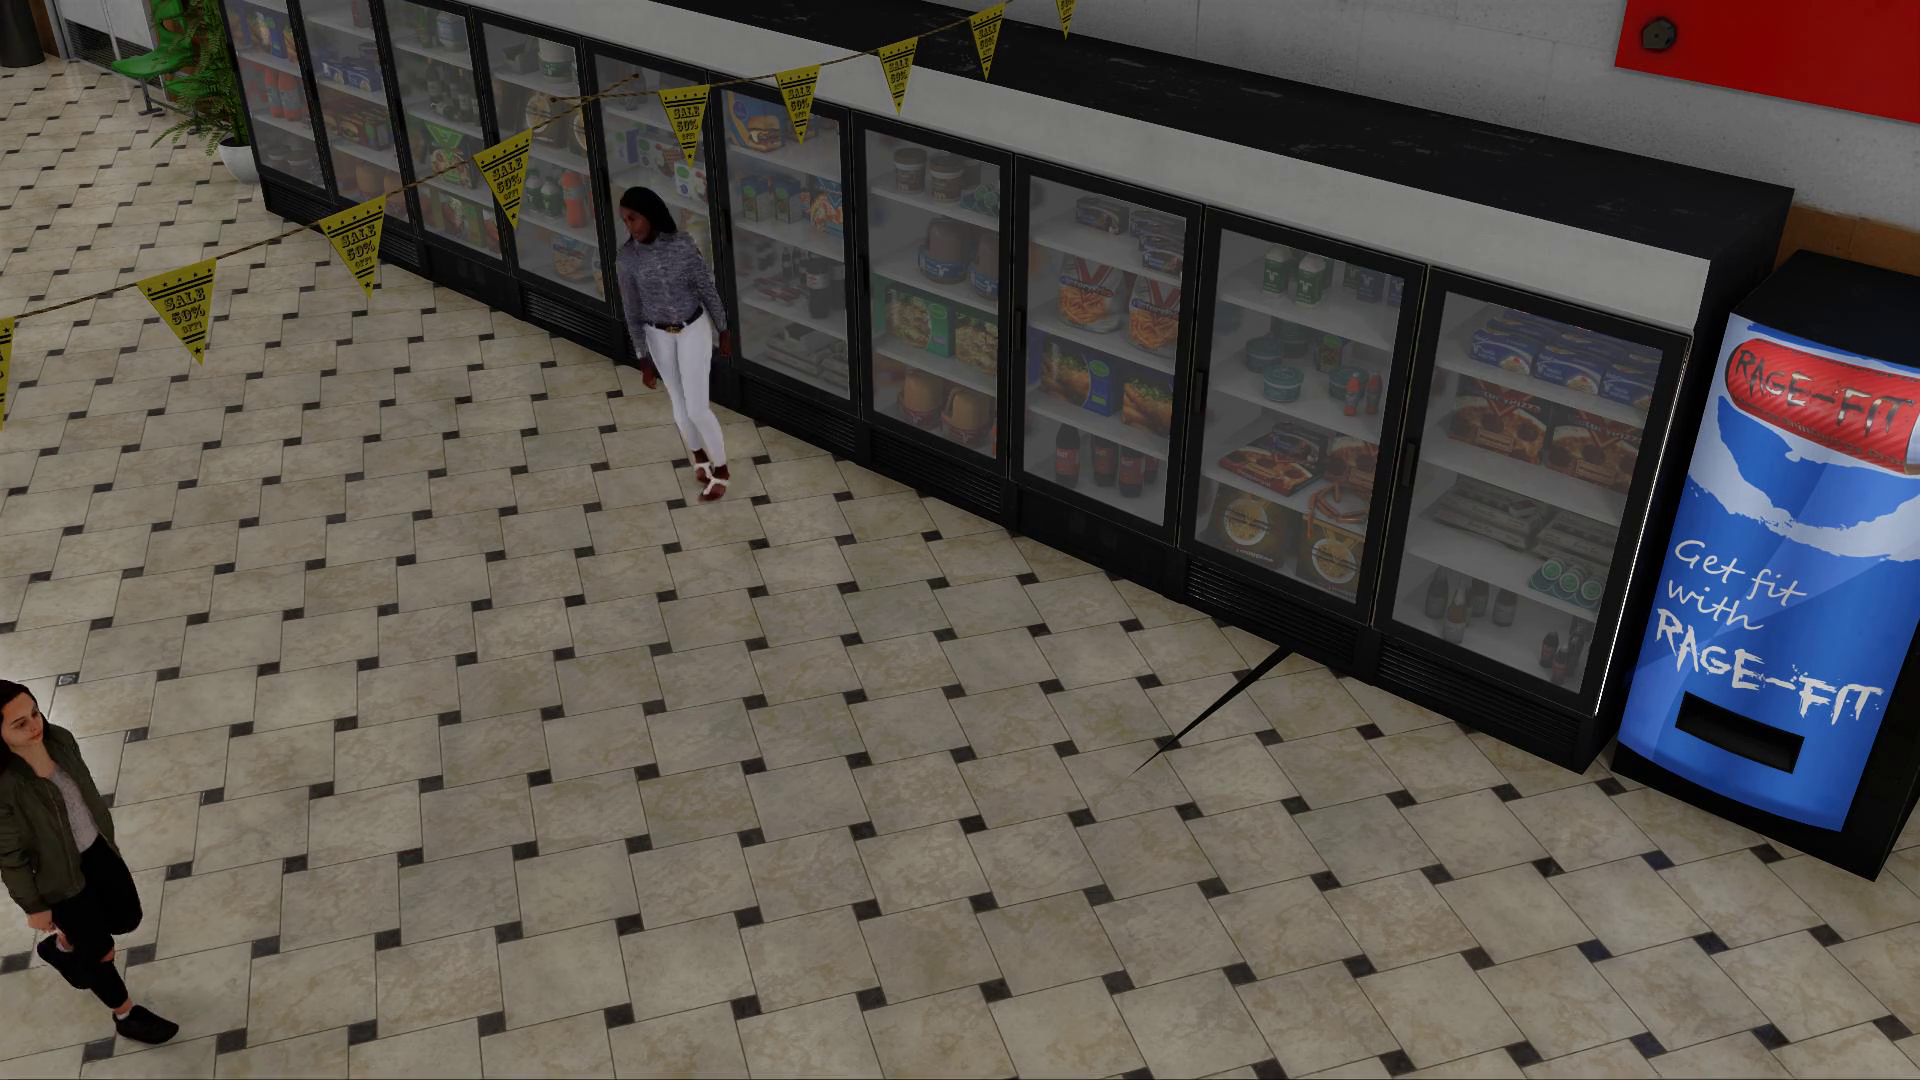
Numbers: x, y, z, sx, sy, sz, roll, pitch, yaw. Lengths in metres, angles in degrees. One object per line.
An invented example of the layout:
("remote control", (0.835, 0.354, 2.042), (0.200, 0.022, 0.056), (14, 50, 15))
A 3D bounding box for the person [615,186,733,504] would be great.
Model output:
("person", (-1.426, -1.017, 8.554), (0.867, 1.688, 0.925), (-7, 33, -11))

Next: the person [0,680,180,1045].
("person", (-2.957, 1.063, 5.423), (0.827, 1.463, 0.823), (8, 33, 13))
